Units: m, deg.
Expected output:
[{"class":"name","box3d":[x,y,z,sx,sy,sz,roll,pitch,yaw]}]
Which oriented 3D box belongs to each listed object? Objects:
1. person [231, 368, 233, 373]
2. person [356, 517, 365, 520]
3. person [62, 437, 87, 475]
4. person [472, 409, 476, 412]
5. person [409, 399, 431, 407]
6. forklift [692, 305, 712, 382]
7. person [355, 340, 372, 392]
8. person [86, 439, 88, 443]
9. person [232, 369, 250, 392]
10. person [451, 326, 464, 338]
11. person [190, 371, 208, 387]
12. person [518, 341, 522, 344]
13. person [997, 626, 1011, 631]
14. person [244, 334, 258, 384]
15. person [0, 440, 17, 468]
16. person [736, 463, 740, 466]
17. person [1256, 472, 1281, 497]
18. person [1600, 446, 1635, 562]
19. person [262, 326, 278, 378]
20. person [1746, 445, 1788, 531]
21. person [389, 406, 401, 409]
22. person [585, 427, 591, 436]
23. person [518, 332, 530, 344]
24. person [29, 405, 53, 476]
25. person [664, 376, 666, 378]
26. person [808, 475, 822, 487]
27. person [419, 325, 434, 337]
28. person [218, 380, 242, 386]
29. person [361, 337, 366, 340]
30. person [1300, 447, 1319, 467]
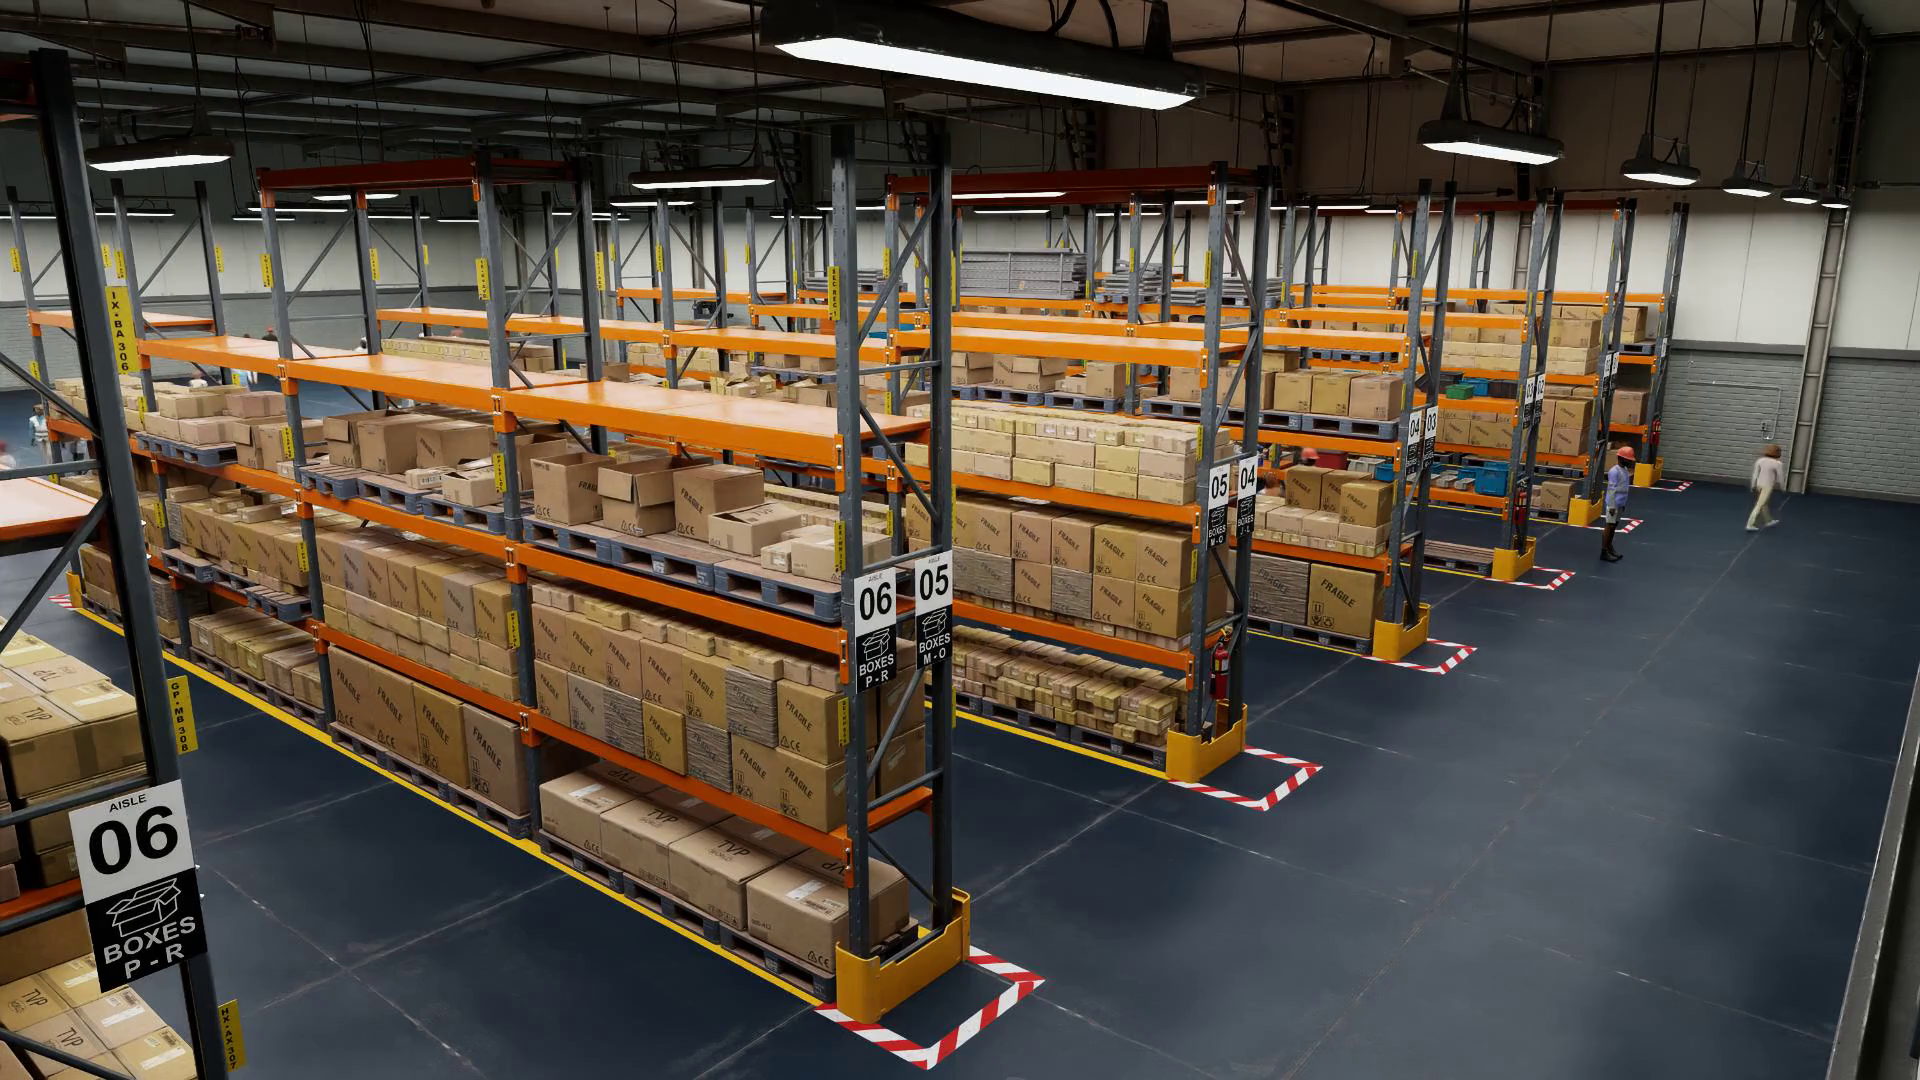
[{"class":"person","box3d":[-24.550,-5.779,42.505,0.328,1.872,0.508,10,17,37]},{"class":"person","box3d":[-11.323,-1.265,24.073,0.705,1.805,0.595,2,14,9]},{"class":"person","box3d":[-19.619,-2.271,28.025,0.572,1.885,0.956,-5,15,-21]},{"class":"person","box3d":[-13.846,-4.104,35.631,0.585,1.864,0.758,-2,14,-8]},{"class":"person","box3d":[-13.230,-2.892,30.816,0.566,1.804,0.940,0,14,-1]},{"class":"forklift","box3d":[-9.511,-7.392,47.124,1.873,2.768,1.129,11,17,38]},{"class":"person","box3d":[-20.746,-6.096,43.970,0.961,1.802,0.645,13,19,43]},{"class":"person","box3d":[-22.553,-3.421,32.893,0.535,1.820,0.956,13,19,43]},{"class":"person","box3d":[-22.128,-4.774,38.748,0.580,1.674,0.543,3,14,14]},{"class":"person","box3d":[-21.119,-8.278,53.016,0.523,1.762,0.328,-4,14,-17]},{"class":"person","box3d":[-21.538,-3.986,35.669,0.514,1.606,0.715,-1,14,-4]},{"class":"person","box3d":[-14.695,-5.745,42.265,0.596,1.916,0.374,0,14,-1]},{"class":"person","box3d":[0.706,0.379,17.438,0.303,1.743,0.494,9,16,34]},{"class":"person","box3d":[-25.980,-6.628,46.078,0.636,1.839,0.500,-10,17,-34]},{"class":"person","box3d":[-16.893,-0.858,22.301,0.980,1.859,0.659,-7,15,-28]},{"class":"person","box3d":[-5.177,-2.398,28.844,0.527,1.754,0.455,10,17,37]},{"class":"person","box3d":[5.002,-0.323,20.625,0.516,1.602,0.744,-6,15,-22]},{"class":"person","box3d":[11.048,-0.619,21.147,0.363,1.933,0.543,13,18,42]},{"class":"person","box3d":[-26.066,-7.113,47.752,0.637,1.983,0.542,-10,17,-36]},{"class":"person","box3d":[14.969,-0.968,23.287,0.833,1.594,0.513,-2,14,-10]},{"class":"person","box3d":[-16.614,-4.421,36.774,0.636,1.938,0.358,-8,16,-30]},{"class":"person","box3d":[-9.157,-3.060,31.215,0.642,1.930,0.381,6,15,22]},{"class":"person","box3d":[-16.304,-6.932,47.296,0.985,1.863,0.649,0,14,-1]},{"class":"person","box3d":[-20.714,-2.235,28.449,0.537,1.617,0.627,-3,14,-12]},{"class":"person","box3d":[-8.003,-3.769,34.214,1.049,1.888,0.643,-3,14,-13]},{"class":"person","box3d":[-2.845,-1.532,25.031,0.328,1.874,0.521,12,18,41]},{"class":"person","box3d":[-21.518,-7.779,50.810,0.404,1.830,0.603,12,18,42]},{"class":"person","box3d":[-19.782,-3.747,34.180,1.024,1.856,0.656,11,17,37]},{"class":"person","box3d":[-22.150,-6.970,47.294,0.705,1.922,0.532,-8,16,-30]},{"class":"person","box3d":[5.743,-0.621,21.117,0.950,1.959,0.612,13,18,42]}]
